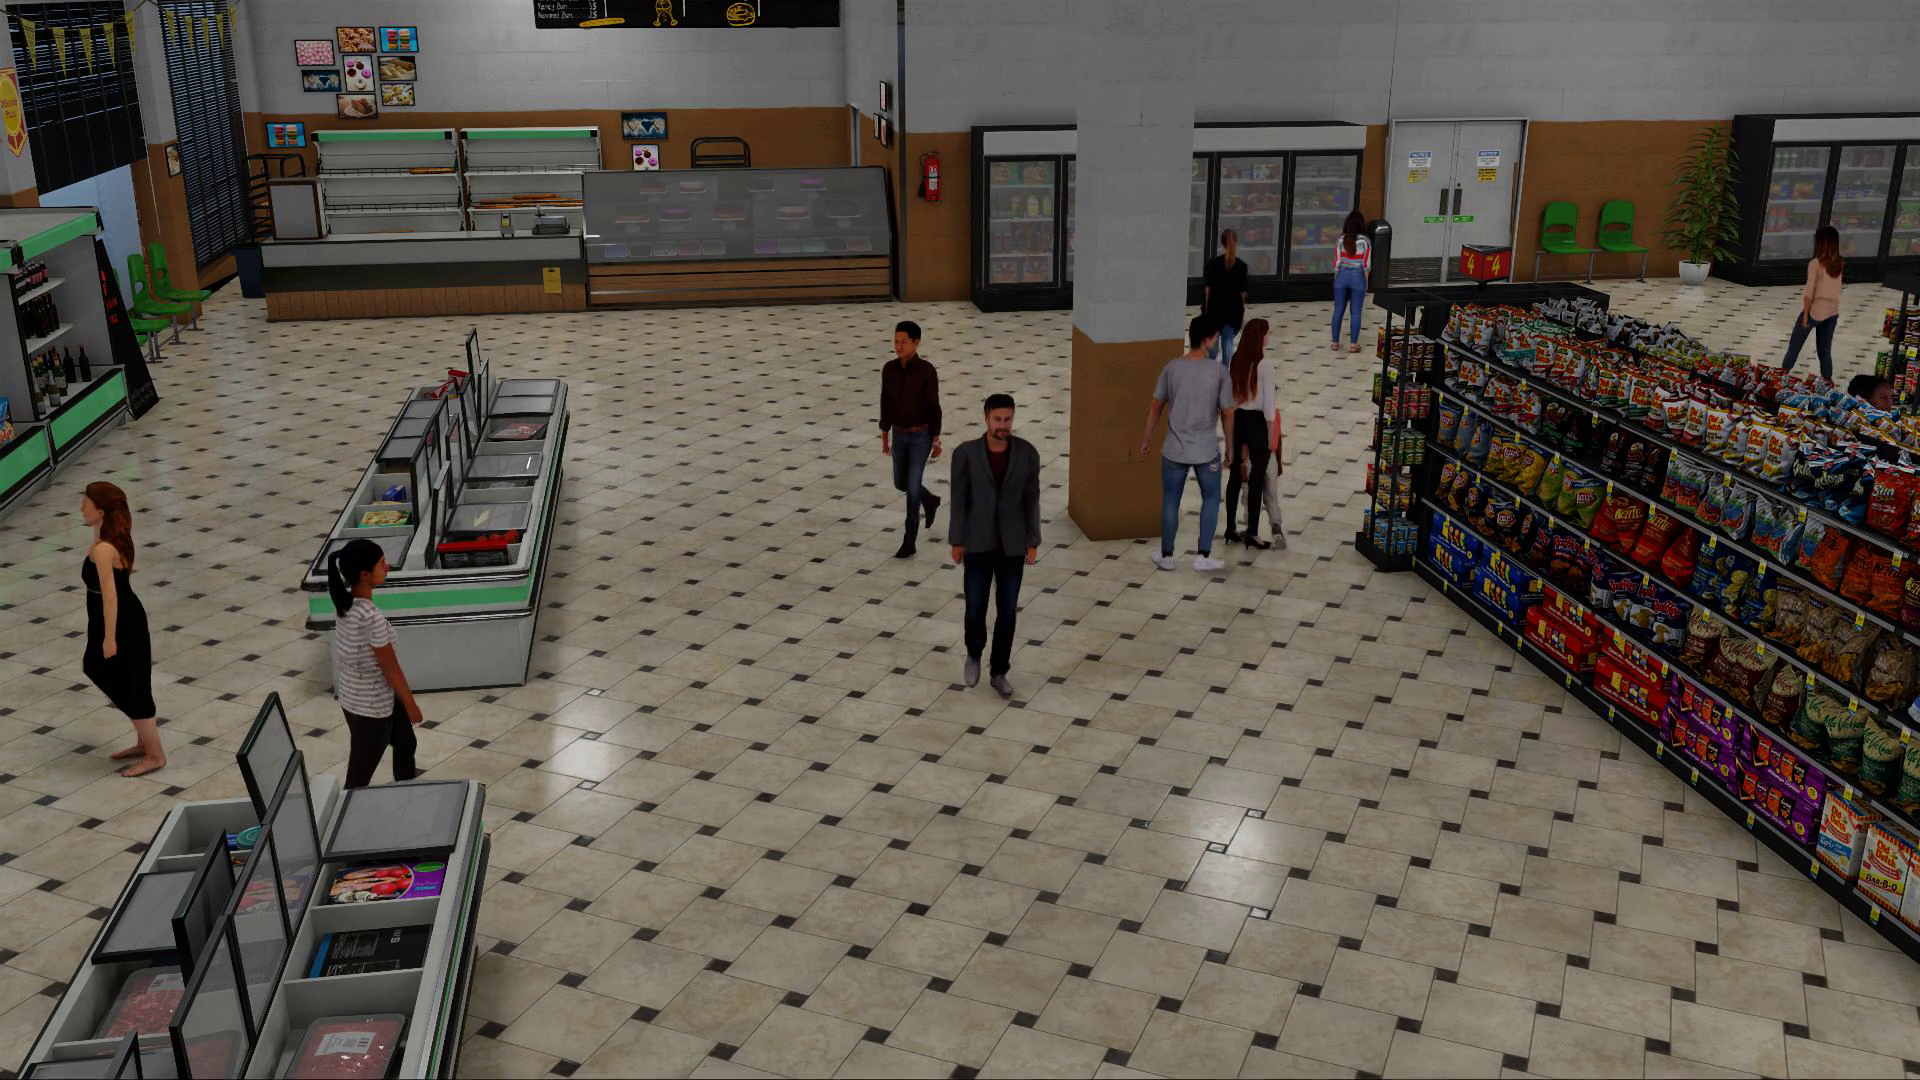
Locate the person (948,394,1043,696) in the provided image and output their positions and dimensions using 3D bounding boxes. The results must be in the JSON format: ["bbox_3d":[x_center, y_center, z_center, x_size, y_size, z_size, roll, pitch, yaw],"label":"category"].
[{"bbox_3d":[0.189,0.010,9.944,0.691,1.862,0.631,-3,19,-9],"label":"person"}]

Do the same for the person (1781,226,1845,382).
[{"bbox_3d":[8.723,-2.232,16.773,0.612,1.746,1.074,-3,19,-9],"label":"person"}]

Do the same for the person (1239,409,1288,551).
[{"bbox_3d":[2.281,-0.553,12.513,0.509,1.287,0.766,-3,19,-9],"label":"person"}]

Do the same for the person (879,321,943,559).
[{"bbox_3d":[-0.314,-0.776,12.437,1.018,1.759,1.132,9,21,26],"label":"person"}]

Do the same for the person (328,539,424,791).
[{"bbox_3d":[-2.913,0.807,7.956,0.835,1.622,0.878,-13,23,-34],"label":"person"}]

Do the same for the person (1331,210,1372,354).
[{"bbox_3d":[4.525,-3.001,19.273,0.691,1.607,0.731,10,21,27],"label":"person"}]

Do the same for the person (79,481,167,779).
[{"bbox_3d":[-4.496,0.469,8.957,0.681,1.623,0.563,-6,20,-18],"label":"person"}]

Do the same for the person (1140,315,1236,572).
[{"bbox_3d":[1.689,-0.681,11.973,0.931,1.875,0.843,1,19,3],"label":"person"}]

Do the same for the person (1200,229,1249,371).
[{"bbox_3d":[2.761,-2.356,17.308,0.792,1.640,1.130,1,19,2],"label":"person"}]

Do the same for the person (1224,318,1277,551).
[{"bbox_3d":[2.179,-0.798,12.501,0.727,1.759,0.604,-15,24,-38],"label":"person"}]
